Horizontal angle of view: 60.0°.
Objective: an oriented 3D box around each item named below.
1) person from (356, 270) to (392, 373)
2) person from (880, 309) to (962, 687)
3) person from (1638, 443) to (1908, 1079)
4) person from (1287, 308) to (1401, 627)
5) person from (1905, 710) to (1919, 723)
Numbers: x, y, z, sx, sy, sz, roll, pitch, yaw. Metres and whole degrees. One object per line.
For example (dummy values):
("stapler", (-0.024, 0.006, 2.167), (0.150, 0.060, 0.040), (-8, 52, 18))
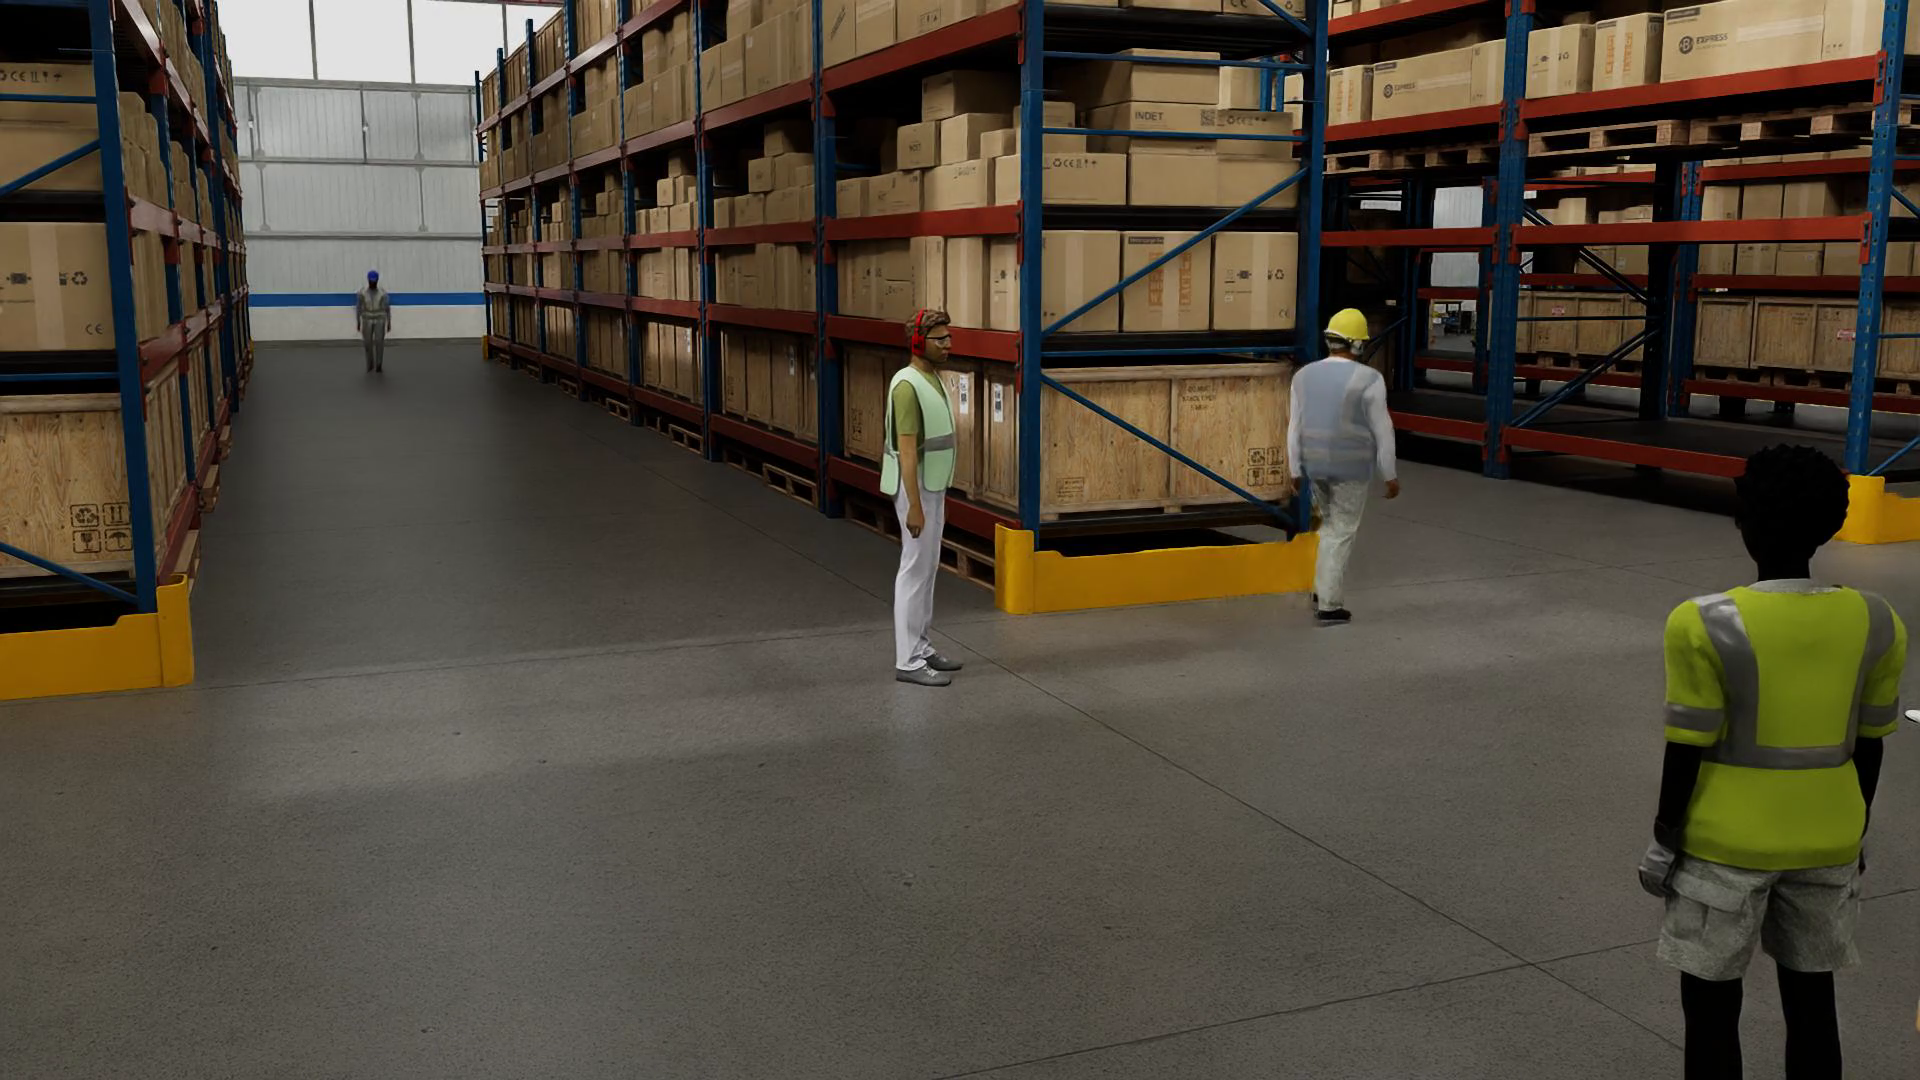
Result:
("person", (-11.014, -4.102, 31.280), (0.630, 1.920, 0.734), (-3, 10, -18))
("person", (-0.196, -0.214, 8.232), (0.379, 1.844, 0.570), (2, 10, 11))
("person", (1.711, 0.642, 3.553), (0.541, 1.696, 0.315), (-1, 10, -8))
("person", (2.218, -0.415, 9.525), (0.539, 1.810, 0.602), (-8, 12, -39))
("person", (4.551, -0.094, 7.376), (0.641, 1.900, 0.401), (-5, 11, -28))
